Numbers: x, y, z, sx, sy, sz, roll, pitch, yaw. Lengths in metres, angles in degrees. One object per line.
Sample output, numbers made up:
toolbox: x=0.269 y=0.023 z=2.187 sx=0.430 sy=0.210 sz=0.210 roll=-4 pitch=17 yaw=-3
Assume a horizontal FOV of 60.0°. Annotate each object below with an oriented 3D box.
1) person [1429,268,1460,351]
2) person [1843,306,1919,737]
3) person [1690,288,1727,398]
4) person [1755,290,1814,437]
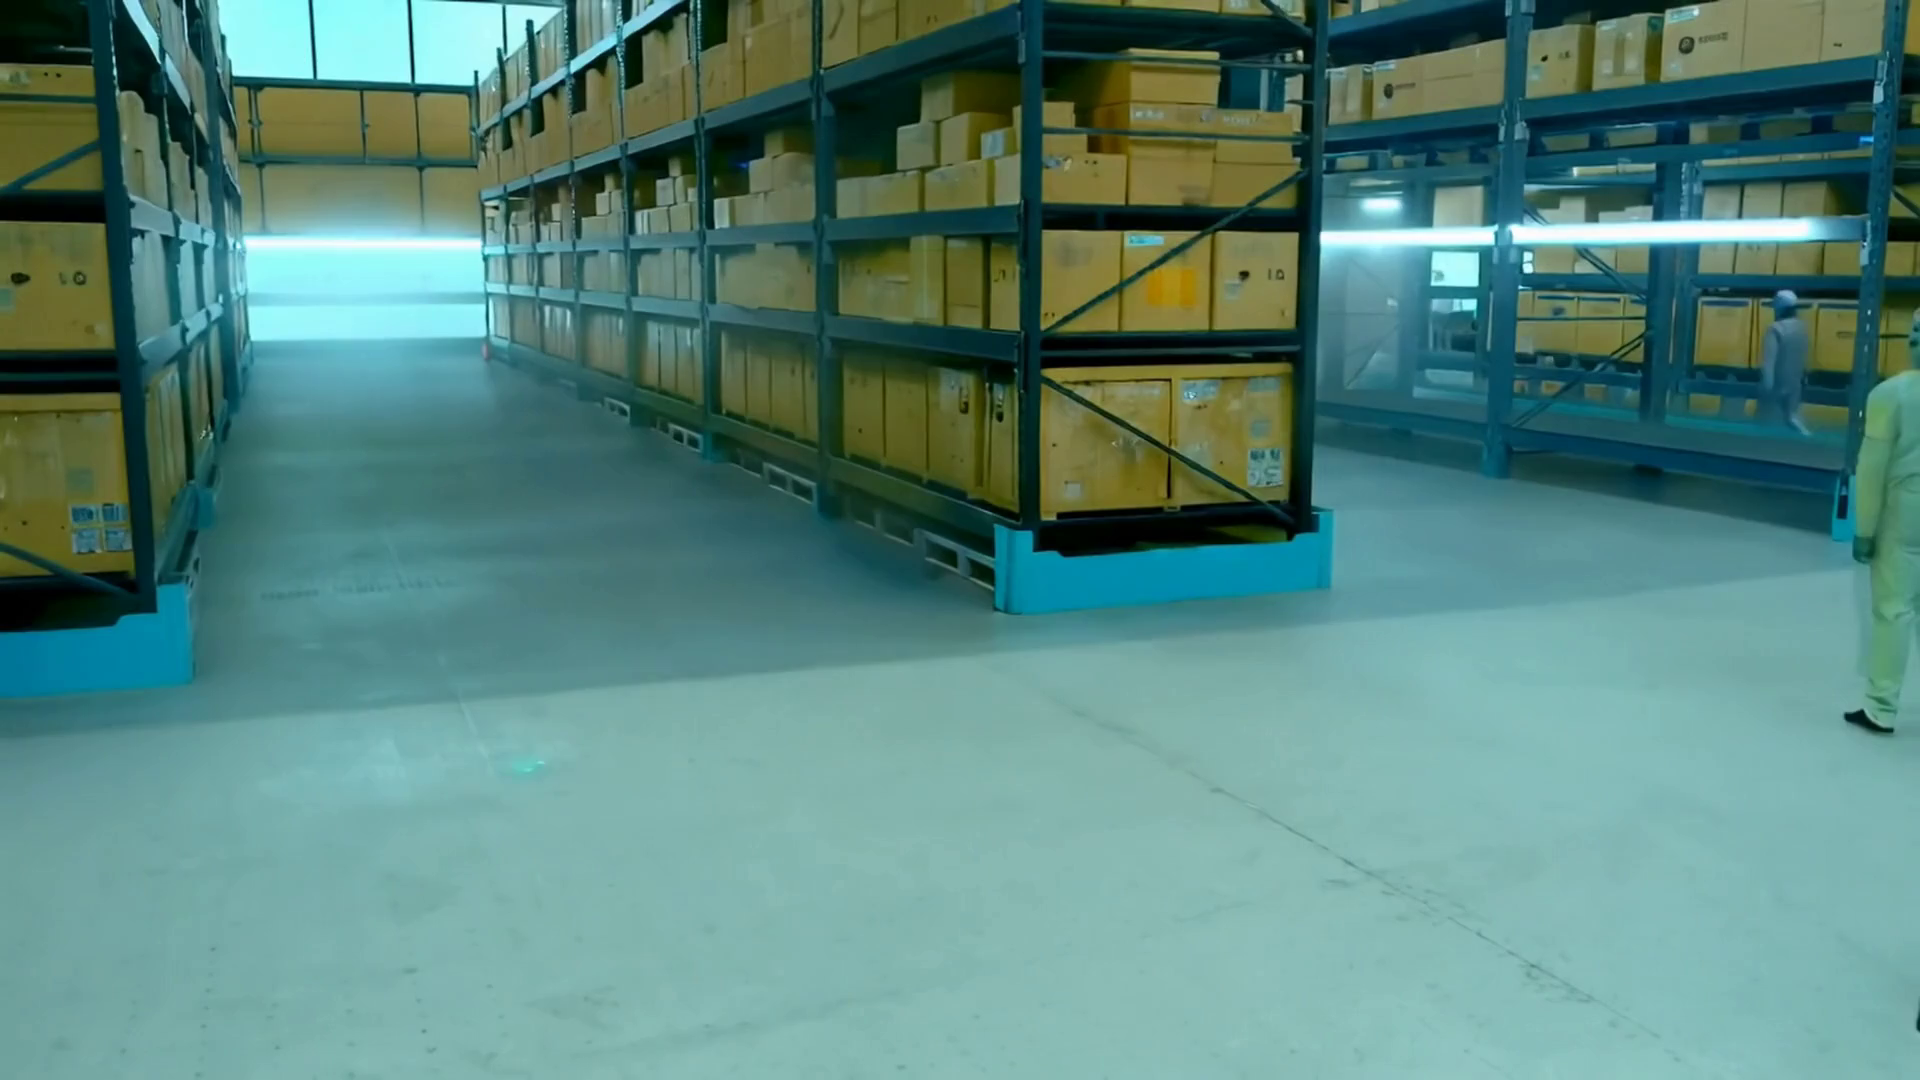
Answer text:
person: x=10.900 y=-5.112 z=37.307 sx=0.768 sy=1.953 sz=0.392 roll=1 pitch=10 yaw=8
person: x=4.201 y=-0.074 z=7.247 sx=0.651 sy=1.898 sz=0.395 roll=0 pitch=9 yaw=2
person: x=11.420 y=-2.978 z=25.137 sx=0.510 sy=1.731 sz=0.867 roll=-4 pitch=10 yaw=-25
person: x=8.365 y=-1.623 z=16.818 sx=0.599 sy=1.803 sz=0.816 roll=-3 pitch=10 yaw=-20
